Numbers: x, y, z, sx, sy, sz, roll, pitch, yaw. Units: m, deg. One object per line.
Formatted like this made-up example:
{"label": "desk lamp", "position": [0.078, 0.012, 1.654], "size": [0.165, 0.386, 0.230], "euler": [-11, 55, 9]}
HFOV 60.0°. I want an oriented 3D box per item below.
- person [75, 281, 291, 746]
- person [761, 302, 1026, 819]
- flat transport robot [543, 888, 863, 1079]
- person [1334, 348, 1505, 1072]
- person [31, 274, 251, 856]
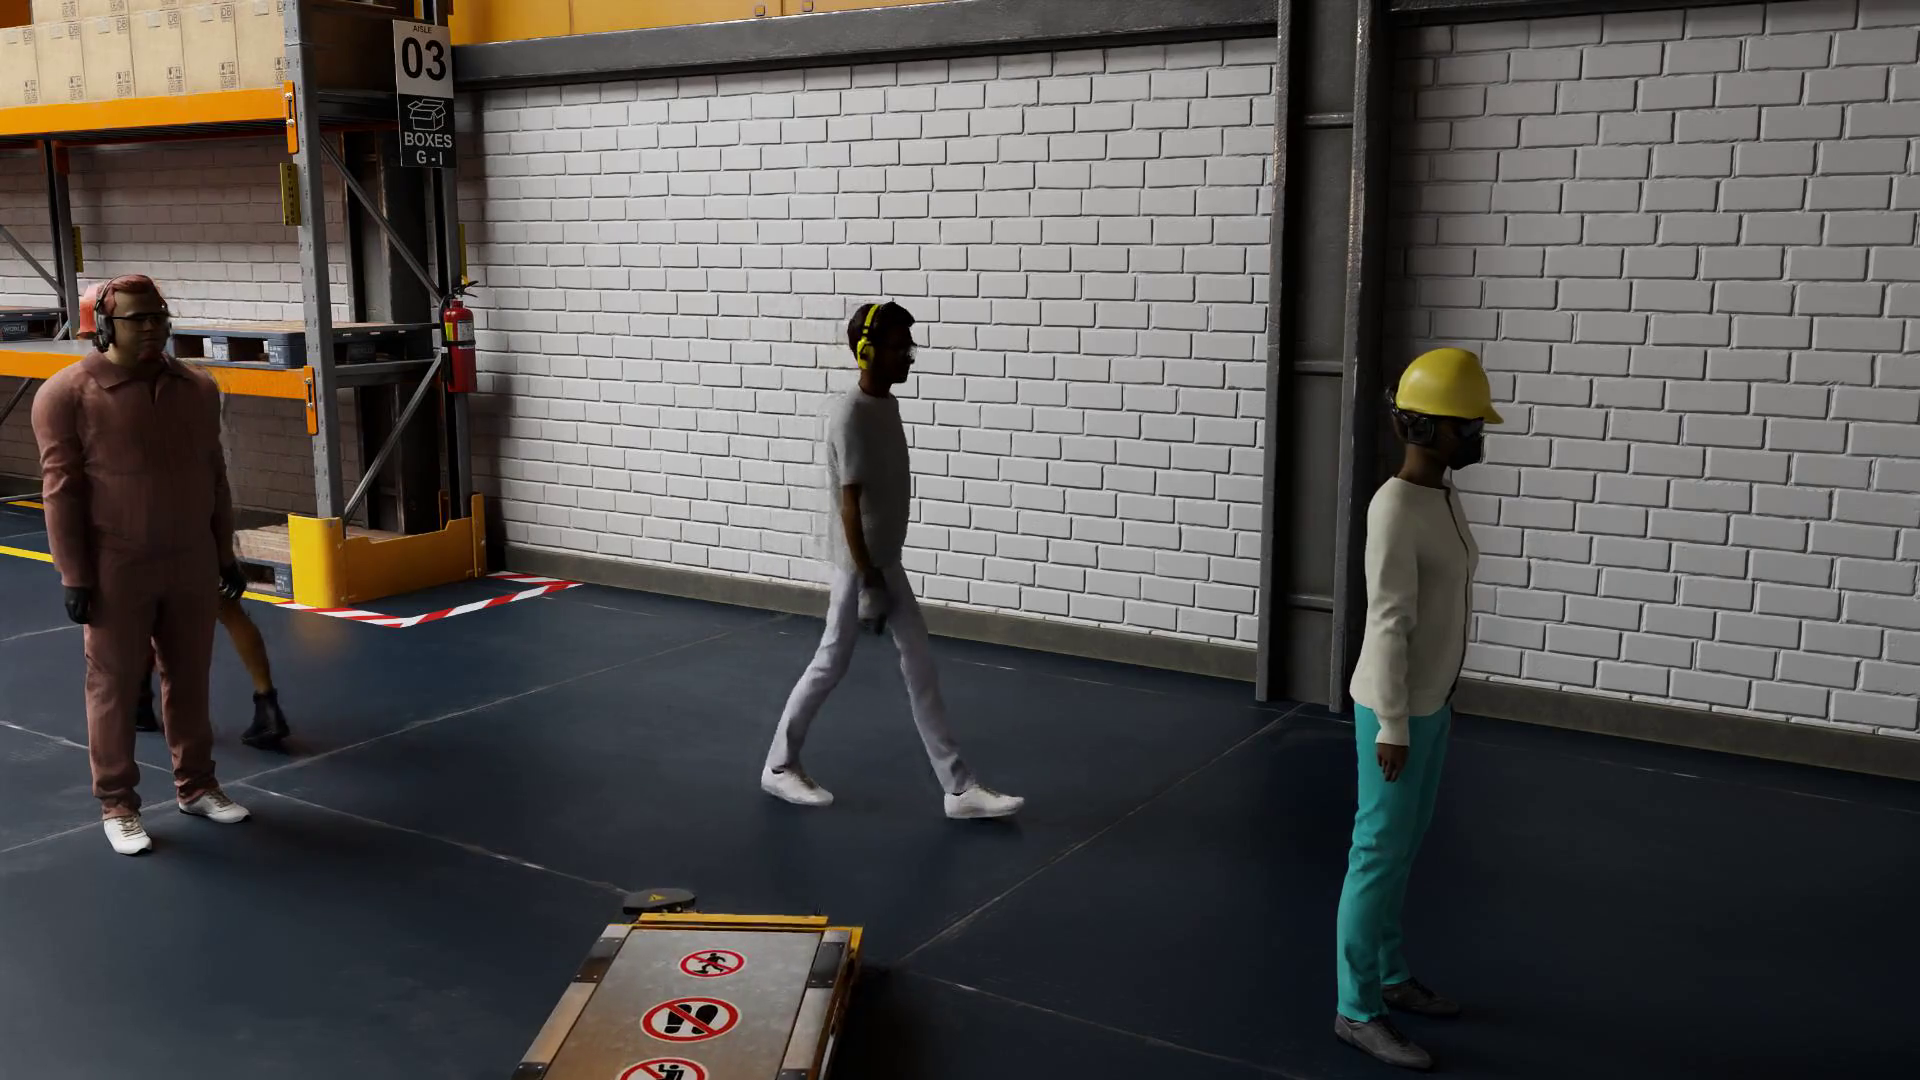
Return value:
{"label": "person", "position": [-3.124, -0.085, 6.592], "size": [1.036, 1.876, 0.556], "euler": [6, 12, 28]}
{"label": "person", "position": [-0.295, 0.087, 5.781], "size": [1.006, 1.815, 0.547], "euler": [4, 11, 21]}
{"label": "flat transport robot", "position": [-0.630, 1.188, 3.953], "size": [0.652, 0.197, 1.431], "euler": [1, 10, 3]}
{"label": "person", "position": [1.146, 0.408, 4.136], "size": [0.326, 1.765, 0.533], "euler": [6, 12, 28]}
{"label": "person", "position": [-2.708, 0.073, 5.592], "size": [0.407, 1.910, 0.639], "euler": [7, 12, 33]}
